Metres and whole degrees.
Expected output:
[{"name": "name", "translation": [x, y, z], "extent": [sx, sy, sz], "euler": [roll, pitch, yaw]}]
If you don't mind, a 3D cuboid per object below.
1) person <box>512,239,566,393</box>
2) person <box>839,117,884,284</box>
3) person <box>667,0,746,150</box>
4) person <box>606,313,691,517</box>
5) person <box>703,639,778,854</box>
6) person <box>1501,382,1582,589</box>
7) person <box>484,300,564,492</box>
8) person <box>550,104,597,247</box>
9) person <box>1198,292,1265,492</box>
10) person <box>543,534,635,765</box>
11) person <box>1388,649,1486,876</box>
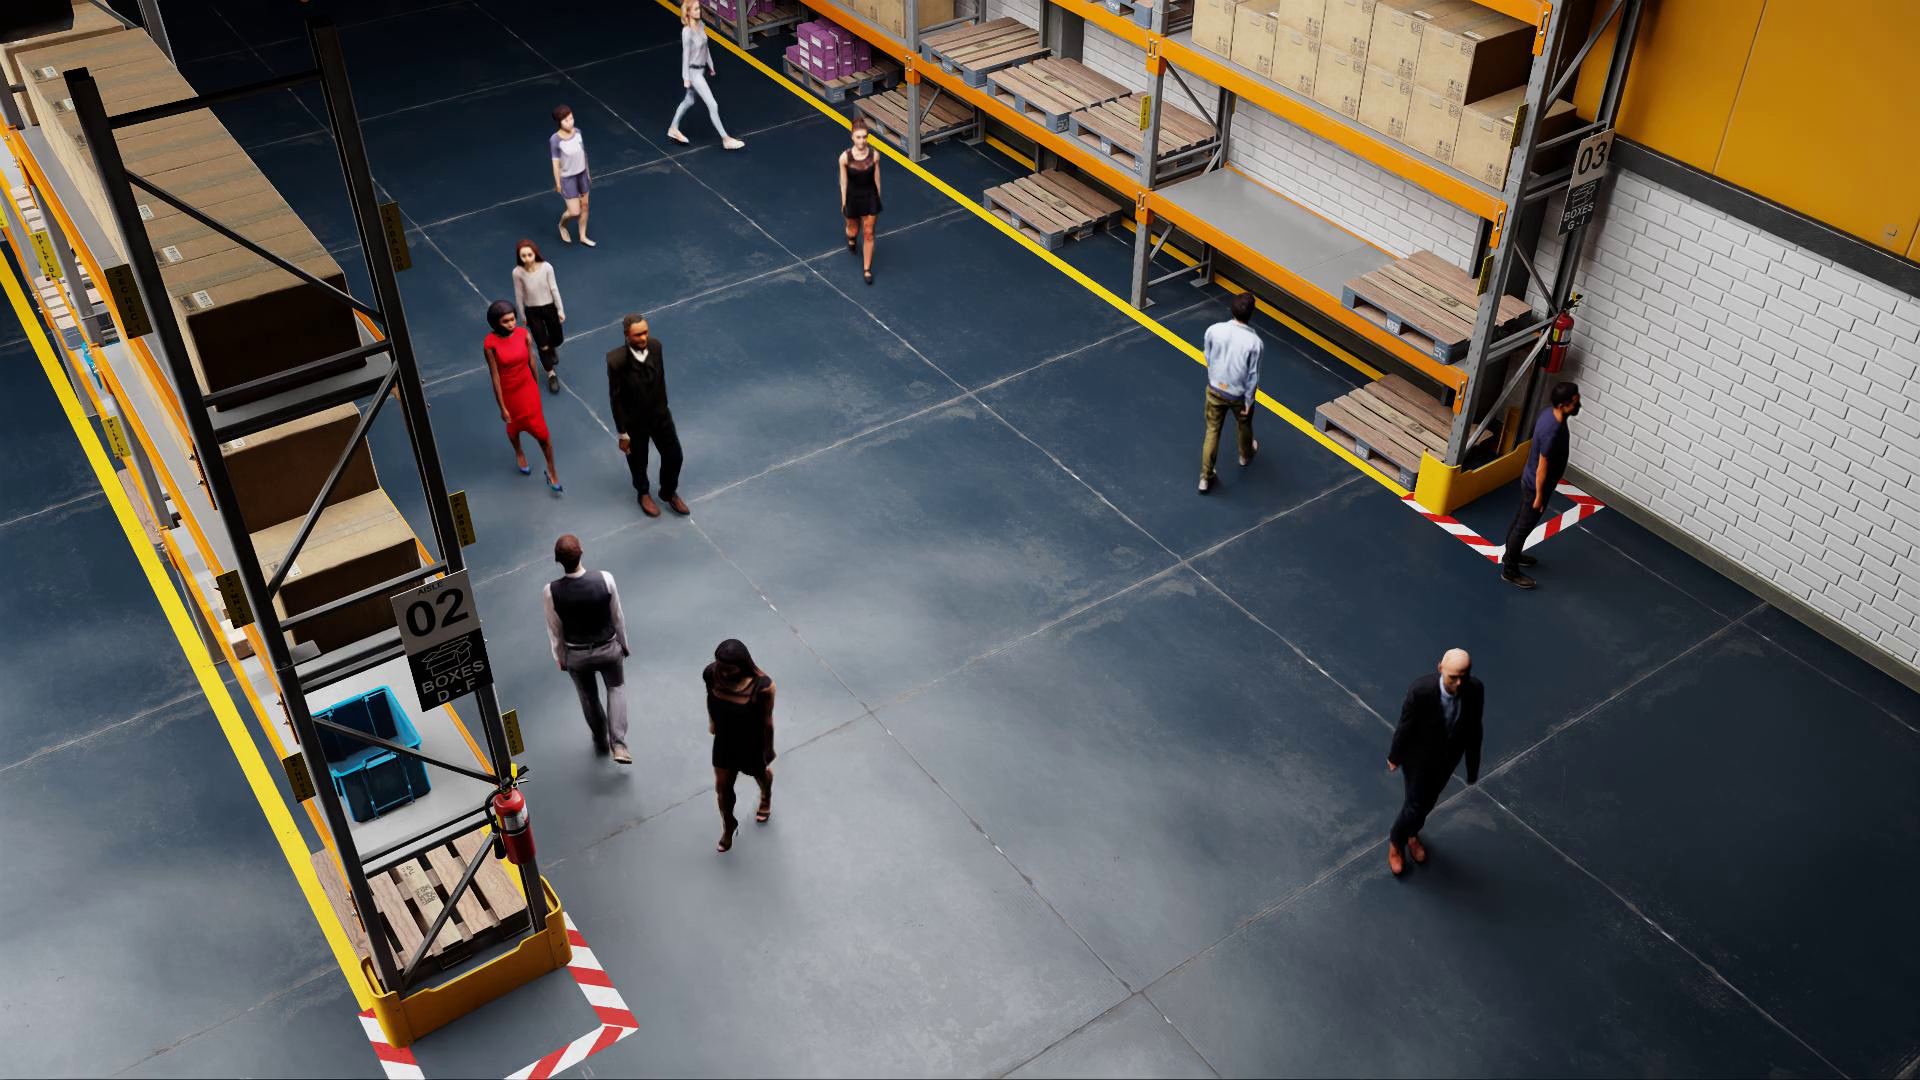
[{"name": "person", "translation": [-3.806, -2.098, 15.096], "extent": [0.668, 1.477, 0.856], "euler": [-14, 41, -16]}, {"name": "person", "translation": [-0.992, -3.423, 16.609], "extent": [0.774, 1.659, 0.961], "euler": [-7, 39, -9]}, {"name": "person", "translation": [-3.057, -5.272, 18.851], "extent": [1.251, 1.751, 1.092], "euler": [11, 40, 14]}, {"name": "person", "translation": [-2.612, -1.034, 13.433], "extent": [0.699, 1.890, 0.682], "euler": [-24, 44, -27]}, {"name": "person", "translation": [-1.369, 1.222, 10.766], "extent": [0.896, 1.693, 0.951], "euler": [11, 40, 14]}, {"name": "person", "translation": [4.447, -0.460, 12.791], "extent": [0.738, 1.793, 0.724], "euler": [13, 40, 15]}, {"name": "person", "translation": [-3.732, -1.252, 13.840], "extent": [0.585, 1.722, 0.904], "euler": [-21, 43, -24]}, {"name": "person", "translation": [-4.034, -3.763, 17.117], "extent": [0.704, 1.556, 0.652], "euler": [24, 44, 27]}, {"name": "person", "translation": [2.184, -1.195, 13.725], "extent": [1.093, 1.777, 1.027], "euler": [20, 43, 23]}, {"name": "person", "translation": [-2.450, 0.788, 11.128], "extent": [0.840, 1.918, 0.994], "euler": [-10, 40, -12]}, {"name": "person", "translation": [2.990, 1.306, 10.584], "extent": [0.795, 1.787, 0.805], "euler": [-5, 39, -6]}]
